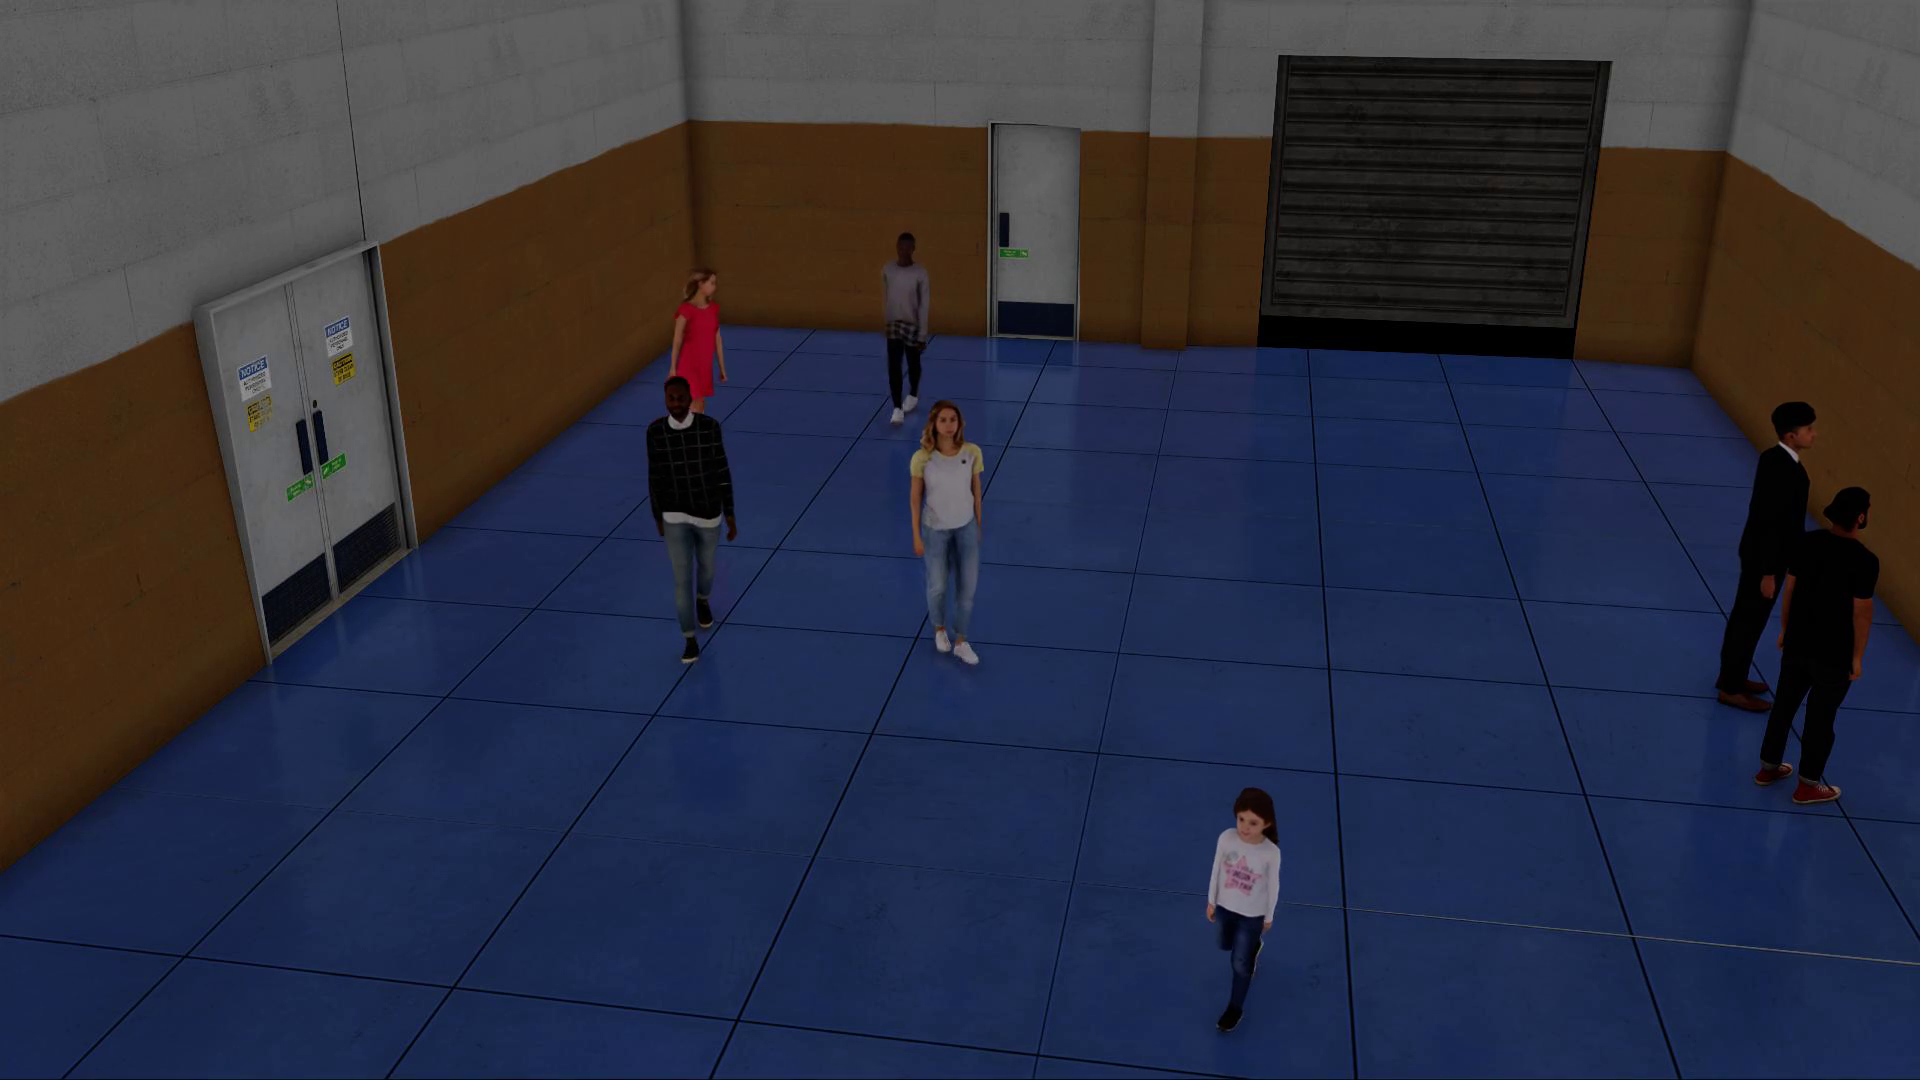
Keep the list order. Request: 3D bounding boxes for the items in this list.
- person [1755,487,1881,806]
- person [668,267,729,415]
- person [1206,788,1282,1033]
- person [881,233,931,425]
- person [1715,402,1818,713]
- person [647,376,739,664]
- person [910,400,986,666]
[{"bbox_3d":[4.564,0.550,8.829,0.743,1.757,0.709,-11,25,-26],"label":"person"},{"bbox_3d":[-2.270,-1.433,13.851,0.712,1.691,0.780,-20,29,-40],"label":"person"},{"bbox_3d":[1.240,1.551,7.219,0.736,1.099,0.688,15,26,32],"label":"person"},{"bbox_3d":[-0.488,-1.941,15.076,0.974,1.720,0.707,8,23,19],"label":"person"},{"bbox_3d":[4.747,0.077,9.835,0.634,1.883,0.740,9,23,20],"label":"person"},{"bbox_3d":[-1.703,-0.189,10.641,1.227,1.776,1.031,-4,22,-9],"label":"person"},{"bbox_3d":[-0.107,-0.083,10.453,0.864,1.705,0.889,-6,23,-15],"label":"person"}]
